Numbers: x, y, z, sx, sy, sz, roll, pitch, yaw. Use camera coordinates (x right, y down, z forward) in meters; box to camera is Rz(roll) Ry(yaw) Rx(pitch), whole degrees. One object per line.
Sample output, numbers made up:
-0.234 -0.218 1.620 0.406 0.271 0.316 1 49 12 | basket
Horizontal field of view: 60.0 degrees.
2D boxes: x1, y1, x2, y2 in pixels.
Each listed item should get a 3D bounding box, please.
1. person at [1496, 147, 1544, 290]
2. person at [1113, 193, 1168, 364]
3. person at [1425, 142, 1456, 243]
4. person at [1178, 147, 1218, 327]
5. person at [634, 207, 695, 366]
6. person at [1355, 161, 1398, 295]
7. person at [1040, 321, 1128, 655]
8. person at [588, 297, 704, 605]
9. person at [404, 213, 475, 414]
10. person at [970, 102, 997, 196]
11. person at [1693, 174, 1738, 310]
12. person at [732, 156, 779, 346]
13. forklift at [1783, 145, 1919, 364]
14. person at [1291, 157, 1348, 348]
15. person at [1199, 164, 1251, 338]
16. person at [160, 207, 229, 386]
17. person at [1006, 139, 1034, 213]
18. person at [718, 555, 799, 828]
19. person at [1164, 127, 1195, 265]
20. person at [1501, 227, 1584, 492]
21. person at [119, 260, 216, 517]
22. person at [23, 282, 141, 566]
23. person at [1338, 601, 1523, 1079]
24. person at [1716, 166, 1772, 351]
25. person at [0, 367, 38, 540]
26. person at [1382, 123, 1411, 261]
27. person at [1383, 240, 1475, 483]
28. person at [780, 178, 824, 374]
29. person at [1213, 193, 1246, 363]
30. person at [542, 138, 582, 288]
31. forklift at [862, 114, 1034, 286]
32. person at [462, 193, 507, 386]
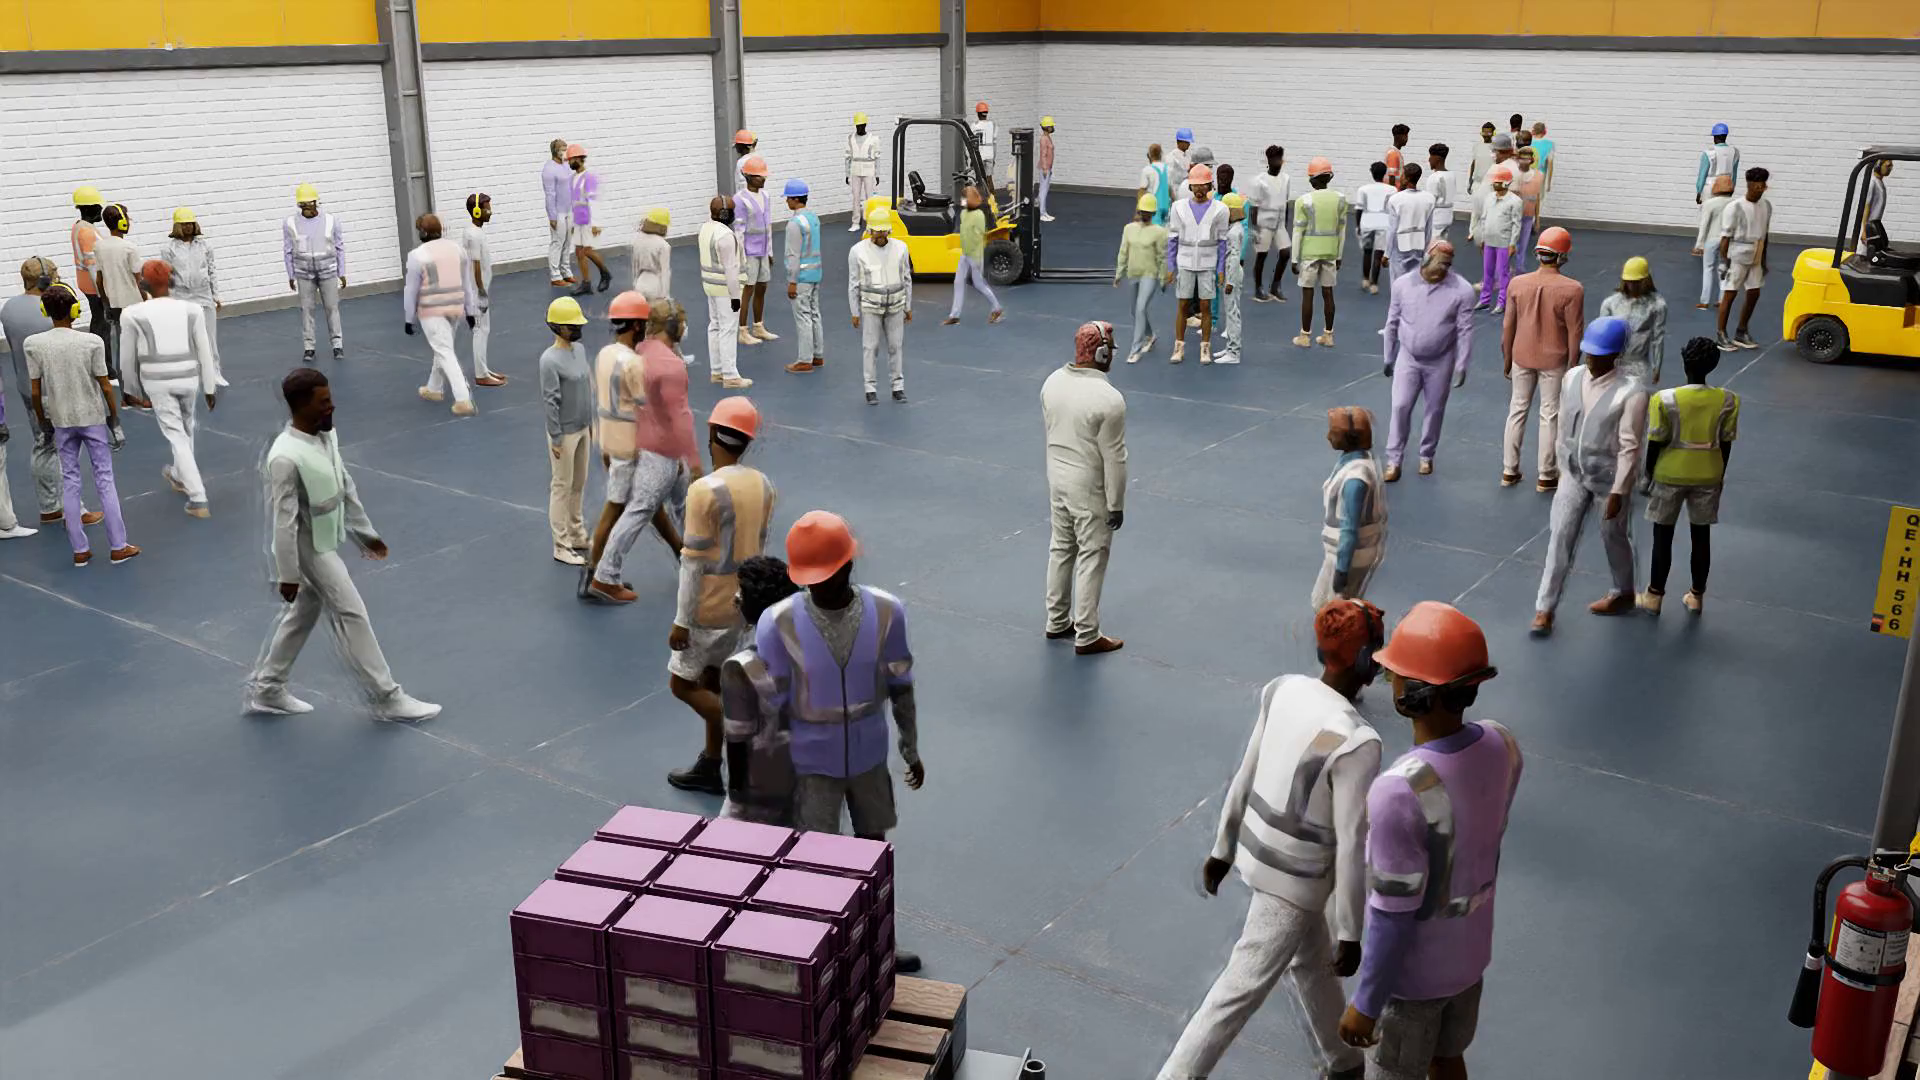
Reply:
7.268 -4.180 21.654 0.575 1.837 0.374 -2 18 -6 | person
1.923 -2.765 17.416 0.521 1.725 0.826 14 22 36 | person
5.963 -3.972 20.826 0.375 1.957 0.601 13 22 36 | person
2.801 -3.512 19.241 0.537 2.000 0.679 9 20 25 | person
-3.031 -2.461 16.541 0.514 1.668 0.929 9 20 27 | person
5.388 -4.032 21.448 0.554 1.668 0.724 7 19 21 | person
0.729 -0.296 9.423 0.400 1.900 0.637 -13 22 -34 | person
-1.859 -0.538 10.221 1.040 1.879 0.730 -8 19 -24 | person
-4.753 -2.071 15.158 1.002 1.789 0.636 11 21 32 | person
0.406 -6.970 30.250 0.541 1.929 0.397 -11 21 -30 | person
9.221 -3.619 20.236 0.504 1.632 0.283 -2 18 -7 | person
-2.207 -3.129 18.054 0.396 2.034 0.607 10 20 28 | person
9.803 -2.879 17.013 2.313 2.155 1.214 12 21 33 | forklift
3.841 -3.082 17.918 0.610 2.039 0.397 -4 18 -13 | person
2.947 -3.225 18.564 0.586 1.909 0.390 15 23 39 | person
-7.354 -2.317 15.981 0.487 1.746 0.290 -15 23 -39 | person
0.891 -5.161 24.736 0.403 1.833 0.591 -5 18 -15 | person
-0.676 0.870 6.099 0.391 1.685 0.546 12 21 32 | person
3.142 -4.914 23.806 0.416 1.938 0.614 15 23 39 | person
4.400 -1.362 12.589 0.611 1.996 0.378 15 23 39 | person
-5.784 -1.129 12.153 1.030 1.820 0.579 17 24 42 | person
-5.753 -0.749 10.878 0.528 1.871 0.323 -4 18 -11 | person
1.269 1.151 4.653 0.609 2.044 0.397 -16 24 -41 | person
8.392 -3.002 17.798 0.639 1.960 0.400 -7 19 -21 | person
-6.721 -0.808 11.433 0.511 1.641 0.307 11 21 32 | person
6.302 -5.061 24.207 0.367 1.962 0.613 4 18 14 | person
3.587 -1.368 12.822 0.662 1.864 0.825 6 19 18 | person
-1.587 -2.647 16.713 0.410 1.939 0.601 4 18 13 | person
2.779 -2.702 17.190 0.318 1.742 0.492 2 18 8 | person
-5.253 -4.293 21.876 0.372 1.932 0.623 4 18 12 | person
-0.171 -4.594 22.377 2.313 2.155 1.214 1 18 3 | forklift
-4.633 -2.419 16.124 0.325 1.859 0.512 -6 19 -18 | person
